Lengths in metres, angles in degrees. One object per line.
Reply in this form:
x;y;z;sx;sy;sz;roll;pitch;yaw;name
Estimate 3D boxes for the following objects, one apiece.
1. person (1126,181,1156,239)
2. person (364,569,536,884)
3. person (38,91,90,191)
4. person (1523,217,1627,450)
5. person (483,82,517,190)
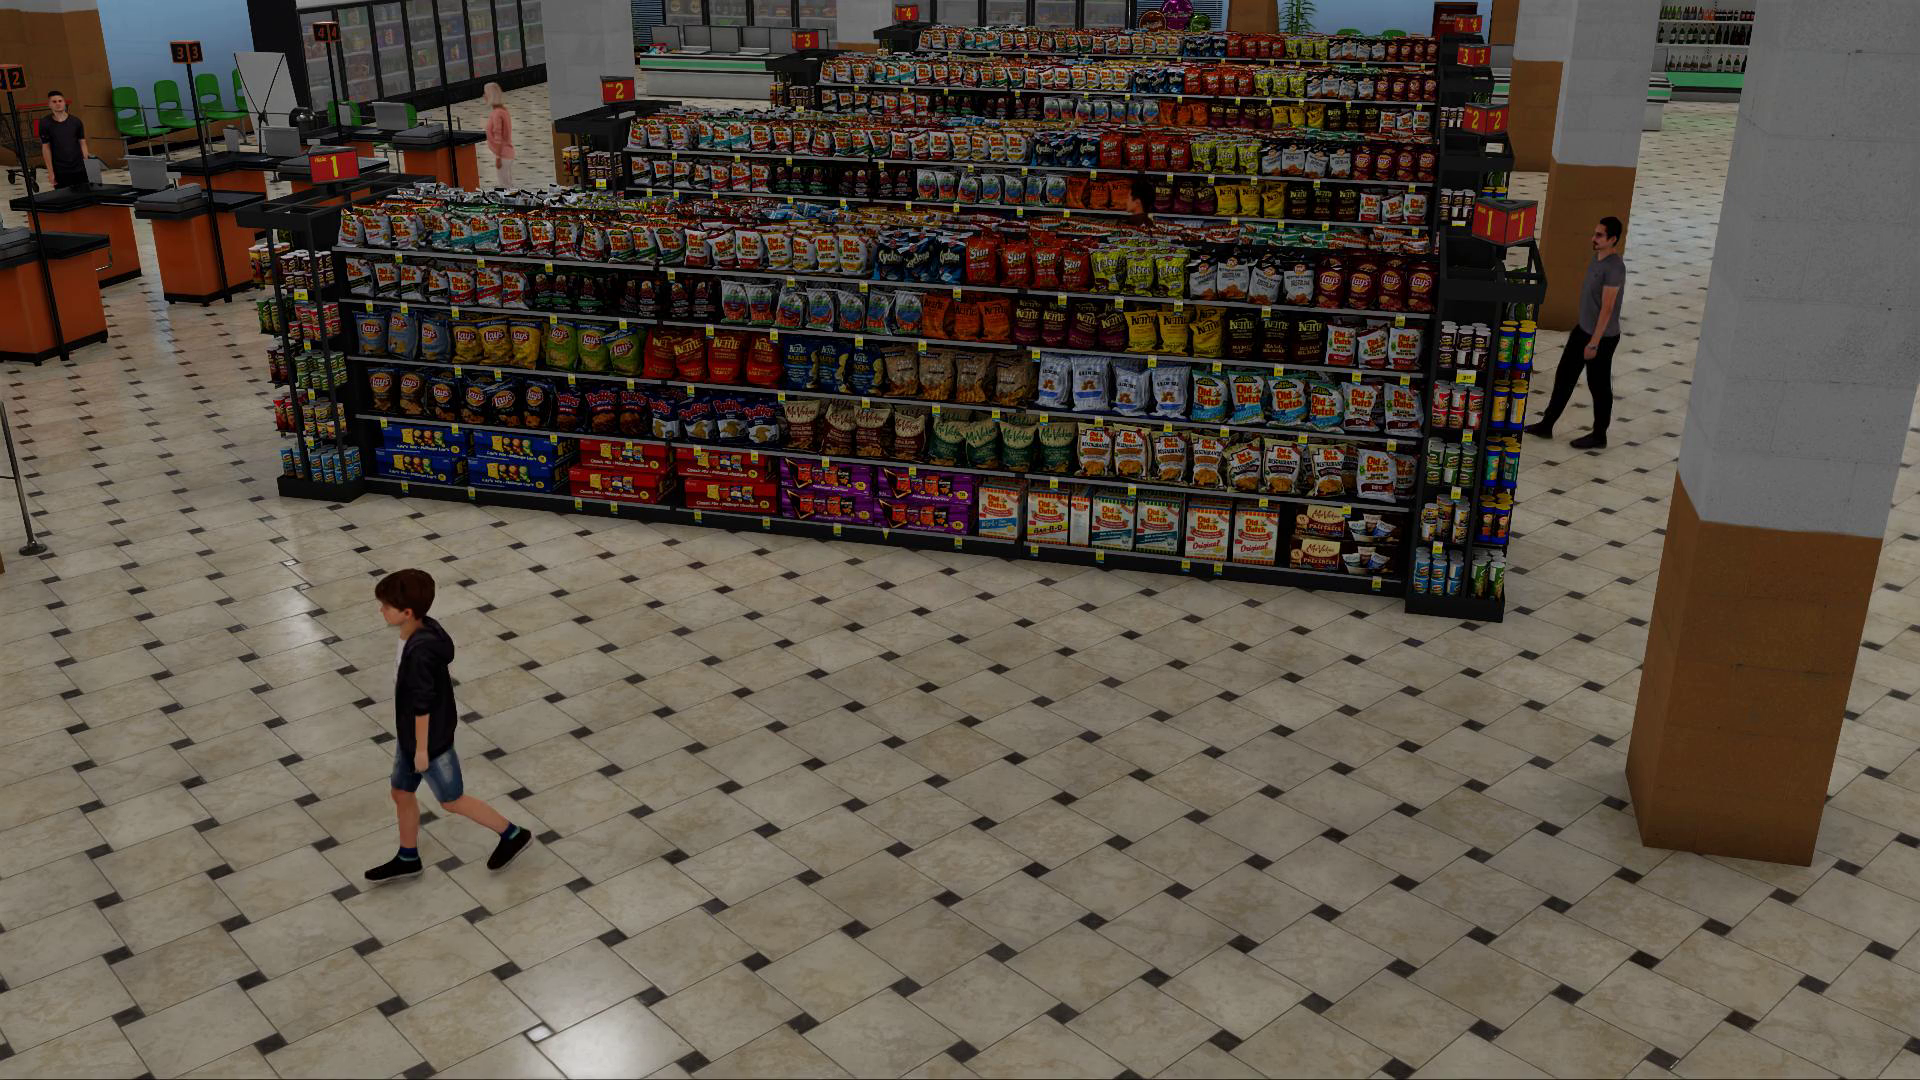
1.459;-2.020;13.506;0.497;1.781;0.633;6;23;13;person
-2.172;0.800;6.971;1.010;1.421;0.868;-8;23;-19;person
-10.211;-4.243;19.062;0.717;1.764;0.736;-18;28;-37;person
4.785;-1.525;12.330;0.974;1.740;0.821;-1;22;-2;person
-5.541;-4.669;20.178;0.643;1.723;0.663;-2;22;-6;person
